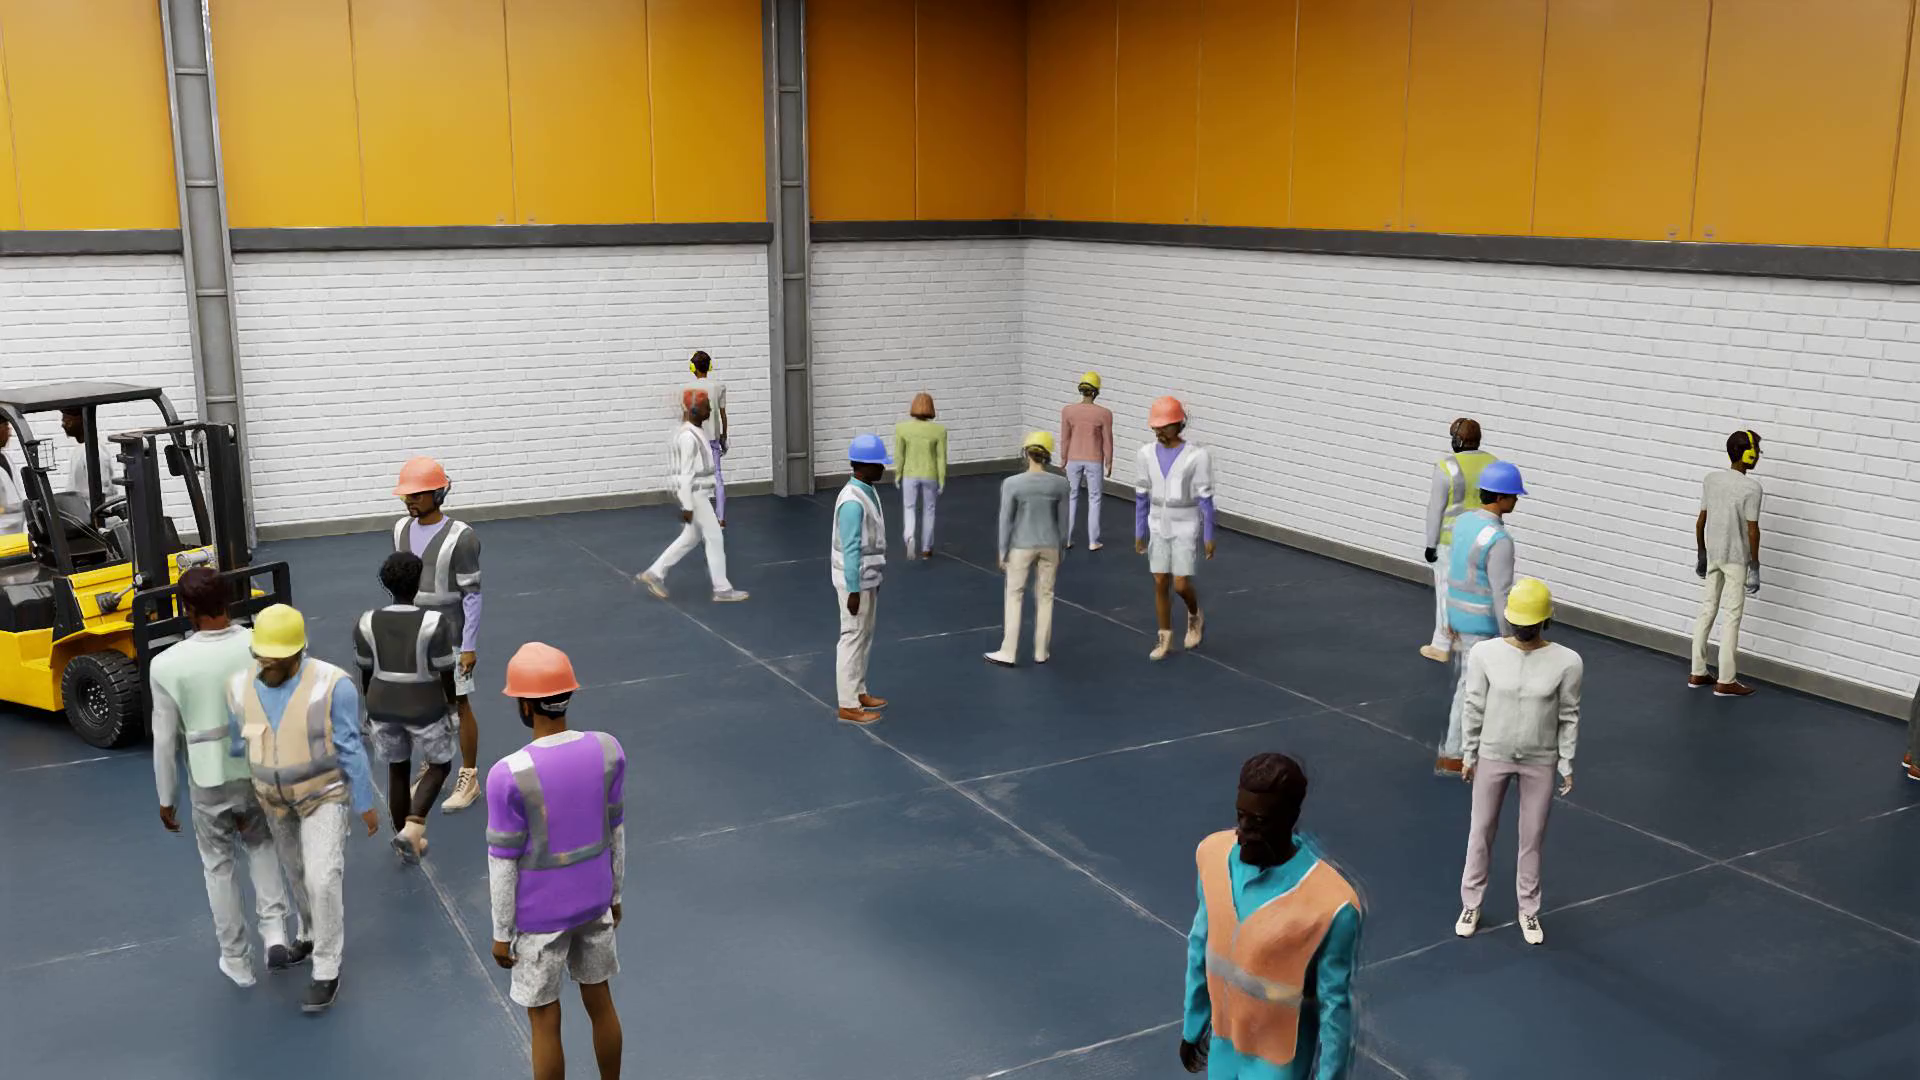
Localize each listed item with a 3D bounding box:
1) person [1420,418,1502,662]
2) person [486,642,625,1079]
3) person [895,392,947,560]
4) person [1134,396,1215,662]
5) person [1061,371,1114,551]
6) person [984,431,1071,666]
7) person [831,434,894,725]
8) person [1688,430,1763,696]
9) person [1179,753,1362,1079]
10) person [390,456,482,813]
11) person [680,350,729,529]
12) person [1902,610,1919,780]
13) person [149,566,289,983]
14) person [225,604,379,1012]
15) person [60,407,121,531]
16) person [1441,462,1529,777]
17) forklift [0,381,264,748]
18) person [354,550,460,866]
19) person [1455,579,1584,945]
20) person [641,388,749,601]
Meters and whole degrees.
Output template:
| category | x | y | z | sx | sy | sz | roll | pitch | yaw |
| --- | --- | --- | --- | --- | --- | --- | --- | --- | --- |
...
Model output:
| category | x | y | z | sx | sy | sz | roll | pitch | yaw |
| --- | --- | --- | --- | --- | --- | --- | --- | --- | --- |
| person | 3.749 | 0.000 | 12.457 | 0.626 | 1.836 | 0.430 | -5 | 13 | -20 |
| person | -1.472 | 1.315 | 6.063 | 0.388 | 1.930 | 0.544 | 12 | 17 | 43 |
| person | -0.374 | -0.585 | 15.693 | 0.512 | 1.616 | 0.582 | 1 | 12 | 4 |
| person | 1.597 | -0.079 | 12.391 | 0.660 | 2.018 | 0.571 | 8 | 14 | 33 |
| person | 1.242 | -0.766 | 16.238 | 0.531 | 1.754 | 0.342 | 4 | 13 | 19 |
| person | 0.508 | 0.066 | 12.377 | 0.646 | 1.730 | 0.413 | -2 | 12 | -11 |
| person | -0.644 | 0.251 | 11.032 | 0.426 | 1.938 | 0.624 | 1 | 12 | 6 |
| person | 5.381 | 0.157 | 11.644 | 0.311 | 1.864 | 0.533 | -5 | 13 | -23 |
| person | 0.962 | 1.533 | 5.108 | 0.810 | 1.897 | 0.597 | -8 | 15 | -34 |
| person | -2.989 | 0.536 | 9.445 | 0.607 | 2.044 | 0.375 | 5 | 13 | 24 |
| person | -2.640 | -1.024 | 17.180 | 0.508 | 1.865 | 0.328 | -6 | 13 | -27 |
| person | 5.905 | 0.524 | 9.923 | 0.329 | 1.867 | 0.509 | 6 | 13 | 25 |
| person | -3.225 | 1.051 | 7.375 | 0.627 | 1.893 | 0.456 | -10 | 15 | -38 |
| person | -2.890 | 1.130 | 7.262 | 0.681 | 1.780 | 0.791 | 1 | 12 | 6 |
| person | -6.708 | -0.156 | 12.899 | 0.371 | 1.962 | 0.606 | -8 | 14 | -32 |
| person | 3.172 | 0.484 | 9.946 | 0.571 | 1.926 | 0.646 | -1 | 12 | -5 |
| forklift | -5.853 | 0.085 | 11.199 | 2.313 | 2.155 | 1.214 | 7 | 14 | 28 |
| person | -2.865 | 0.897 | 8.593 | 0.542 | 1.675 | 0.450 | 1 | 12 | 5 |
| person | 2.611 | 1.034 | 7.783 | 0.526 | 1.760 | 0.337 | 4 | 13 | 16 |
| person | -2.301 | -0.378 | 14.185 | 0.884 | 1.855 | 0.584 | -1 | 12 | -3 |
